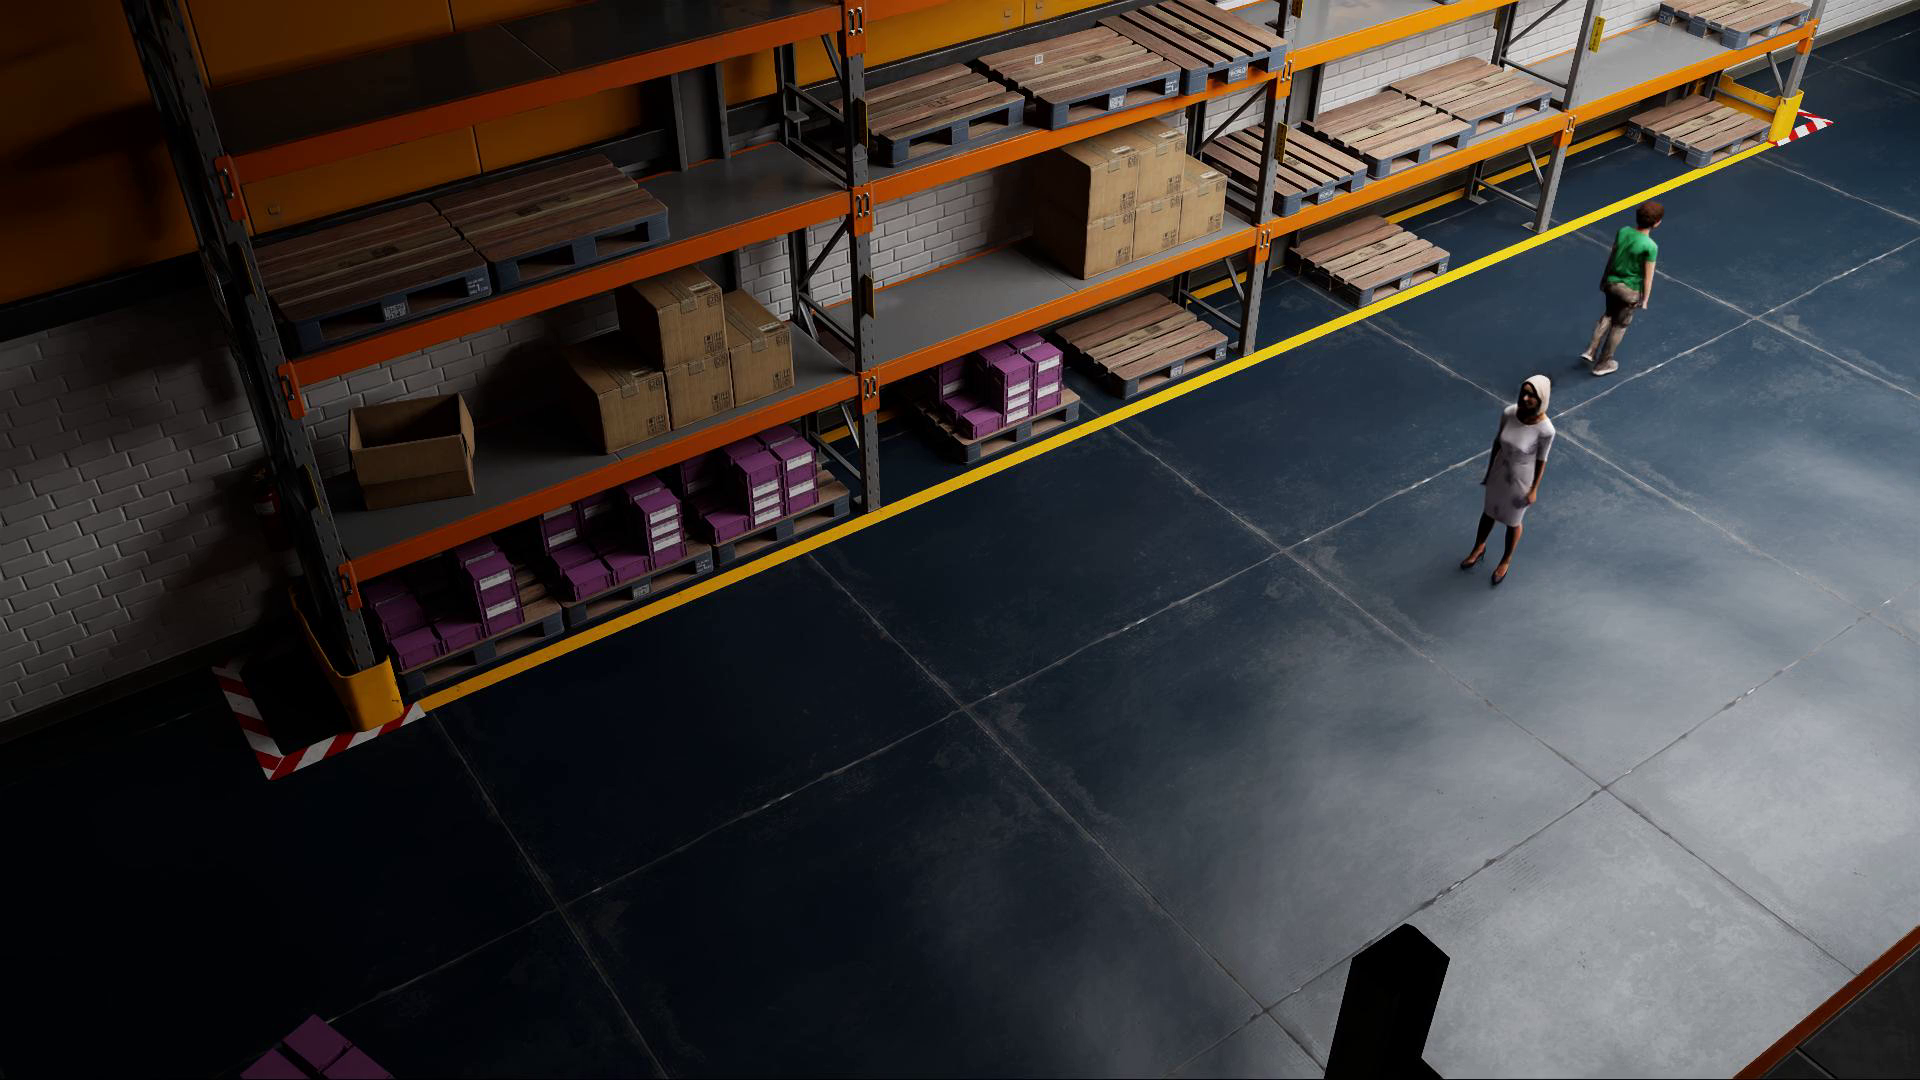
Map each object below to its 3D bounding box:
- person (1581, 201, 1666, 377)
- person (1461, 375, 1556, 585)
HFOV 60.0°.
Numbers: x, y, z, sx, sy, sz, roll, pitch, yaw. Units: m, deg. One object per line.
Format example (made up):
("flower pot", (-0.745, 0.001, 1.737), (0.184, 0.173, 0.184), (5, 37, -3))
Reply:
("person", (5.615, -2.117, 14.214), (0.650, 1.636, 0.605), (-21, 43, -24))
("person", (4.006, -0.457, 12.043), (0.557, 1.751, 0.593), (-31, 48, -33))
